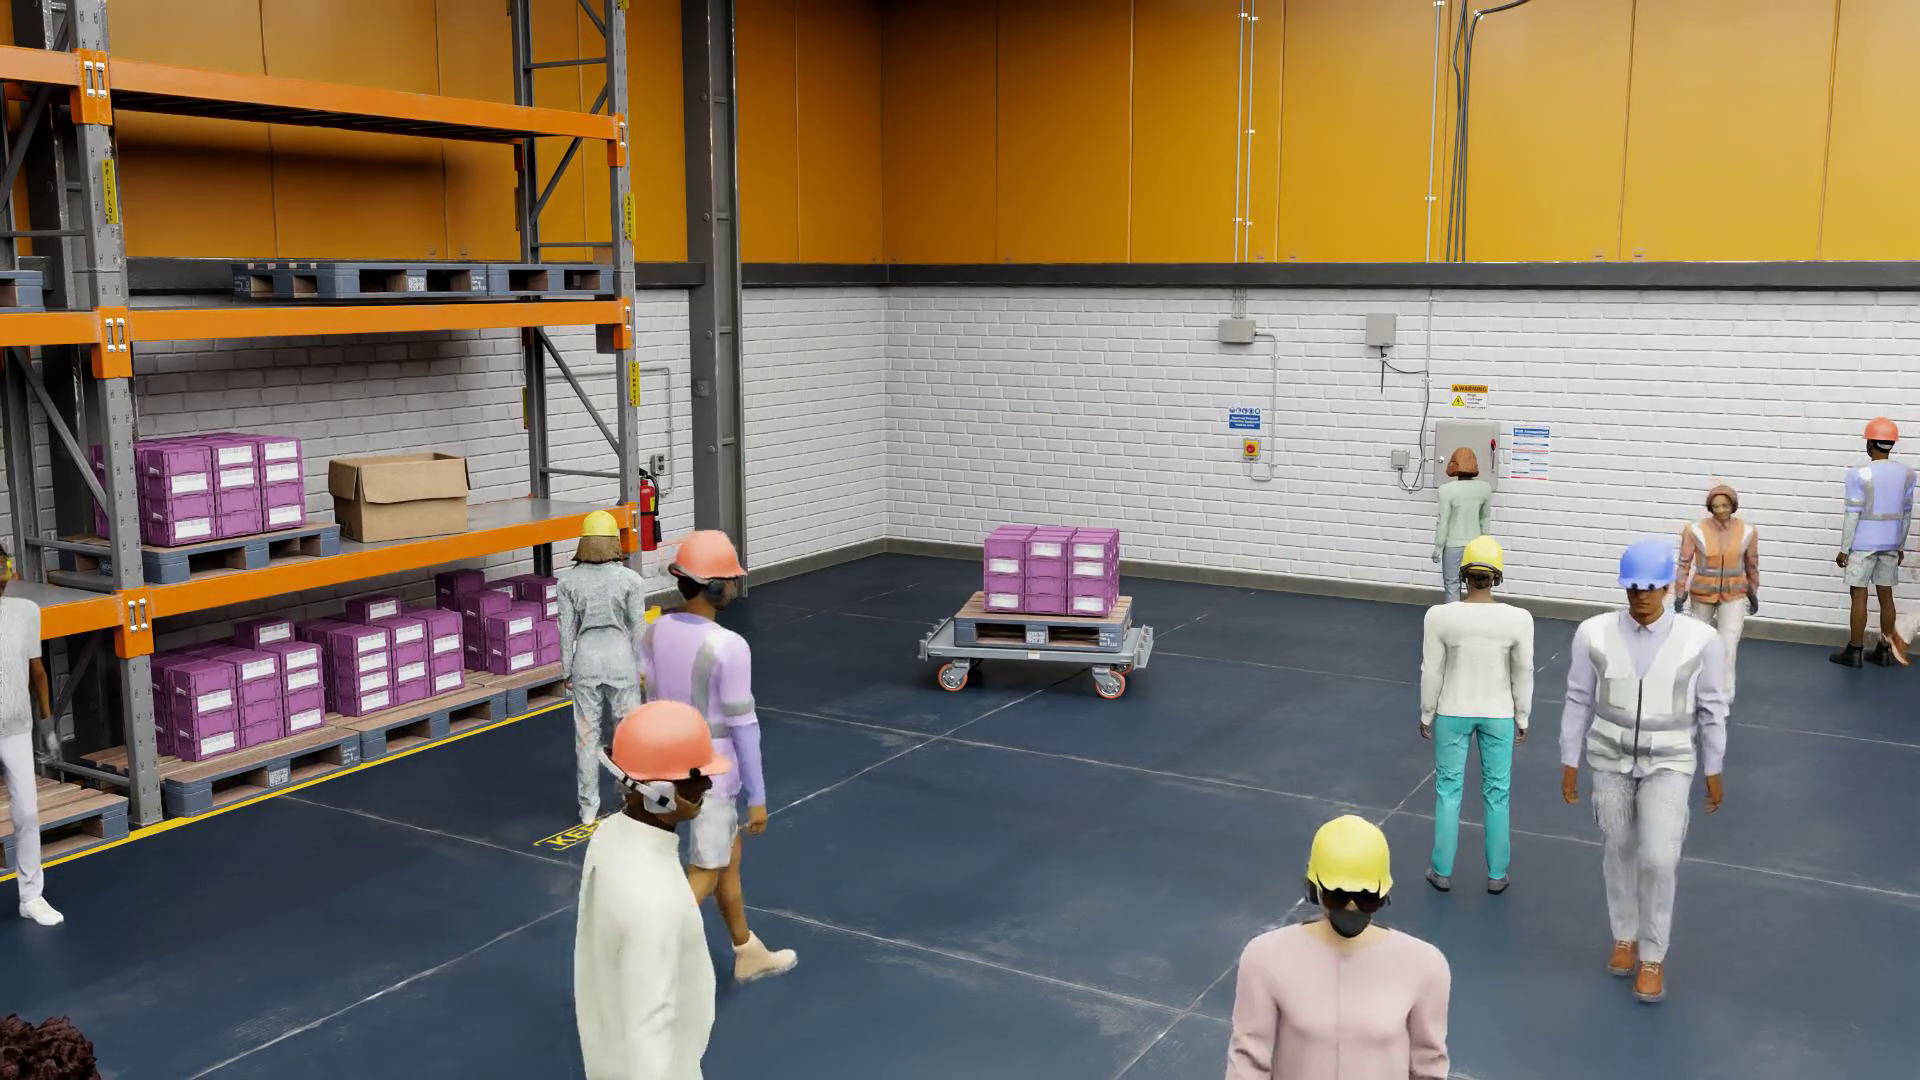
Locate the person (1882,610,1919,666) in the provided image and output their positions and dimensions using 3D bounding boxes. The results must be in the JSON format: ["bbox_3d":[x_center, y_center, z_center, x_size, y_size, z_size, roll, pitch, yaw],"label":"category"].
[{"bbox_3d":[7.454,0.072,12.420,0.862,1.967,0.609,7,11,36],"label":"person"}]

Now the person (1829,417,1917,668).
[{"bbox_3d":[7.015,0.023,12.799,0.545,1.938,0.360,-1,9,-7],"label":"person"}]

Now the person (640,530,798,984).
[{"bbox_3d":[-1.087,0.957,6.780,0.992,2.007,0.621,-9,12,-43],"label":"person"}]

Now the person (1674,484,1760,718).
[{"bbox_3d":[5.291,0.379,11.648,0.562,1.595,0.811,3,9,16],"label":"person"}]

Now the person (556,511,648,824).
[{"bbox_3d":[-1.962,0.703,9.188,0.485,1.736,0.309,-1,9,-5],"label":"person"}]

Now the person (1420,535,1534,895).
[{"bbox_3d":[2.516,0.856,8.135,0.533,1.768,0.311,2,9,11],"label":"person"}]

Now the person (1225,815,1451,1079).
[{"bbox_3d":[0.936,1.513,4.168,0.544,1.713,0.902,2,9,12],"label":"person"}]

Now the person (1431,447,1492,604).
[{"bbox_3d":[4.063,0.064,13.485,0.507,1.632,0.267,-3,10,-18],"label":"person"}]

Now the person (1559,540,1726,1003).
[{"bbox_3d":[2.837,0.959,6.988,0.648,1.921,0.708,5,11,30],"label":"person"}]

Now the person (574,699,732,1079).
[{"bbox_3d":[-0.881,1.370,4.315,0.787,1.964,0.603,-4,10,-24],"label":"person"}]

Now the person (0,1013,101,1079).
[{"bbox_3d":[-1.361,1.654,2.527,0.604,1.966,0.367,5,11,30],"label":"person"}]

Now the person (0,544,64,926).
[{"bbox_3d":[-4.399,0.898,7.593,0.321,1.860,0.527,7,11,37],"label":"person"}]
